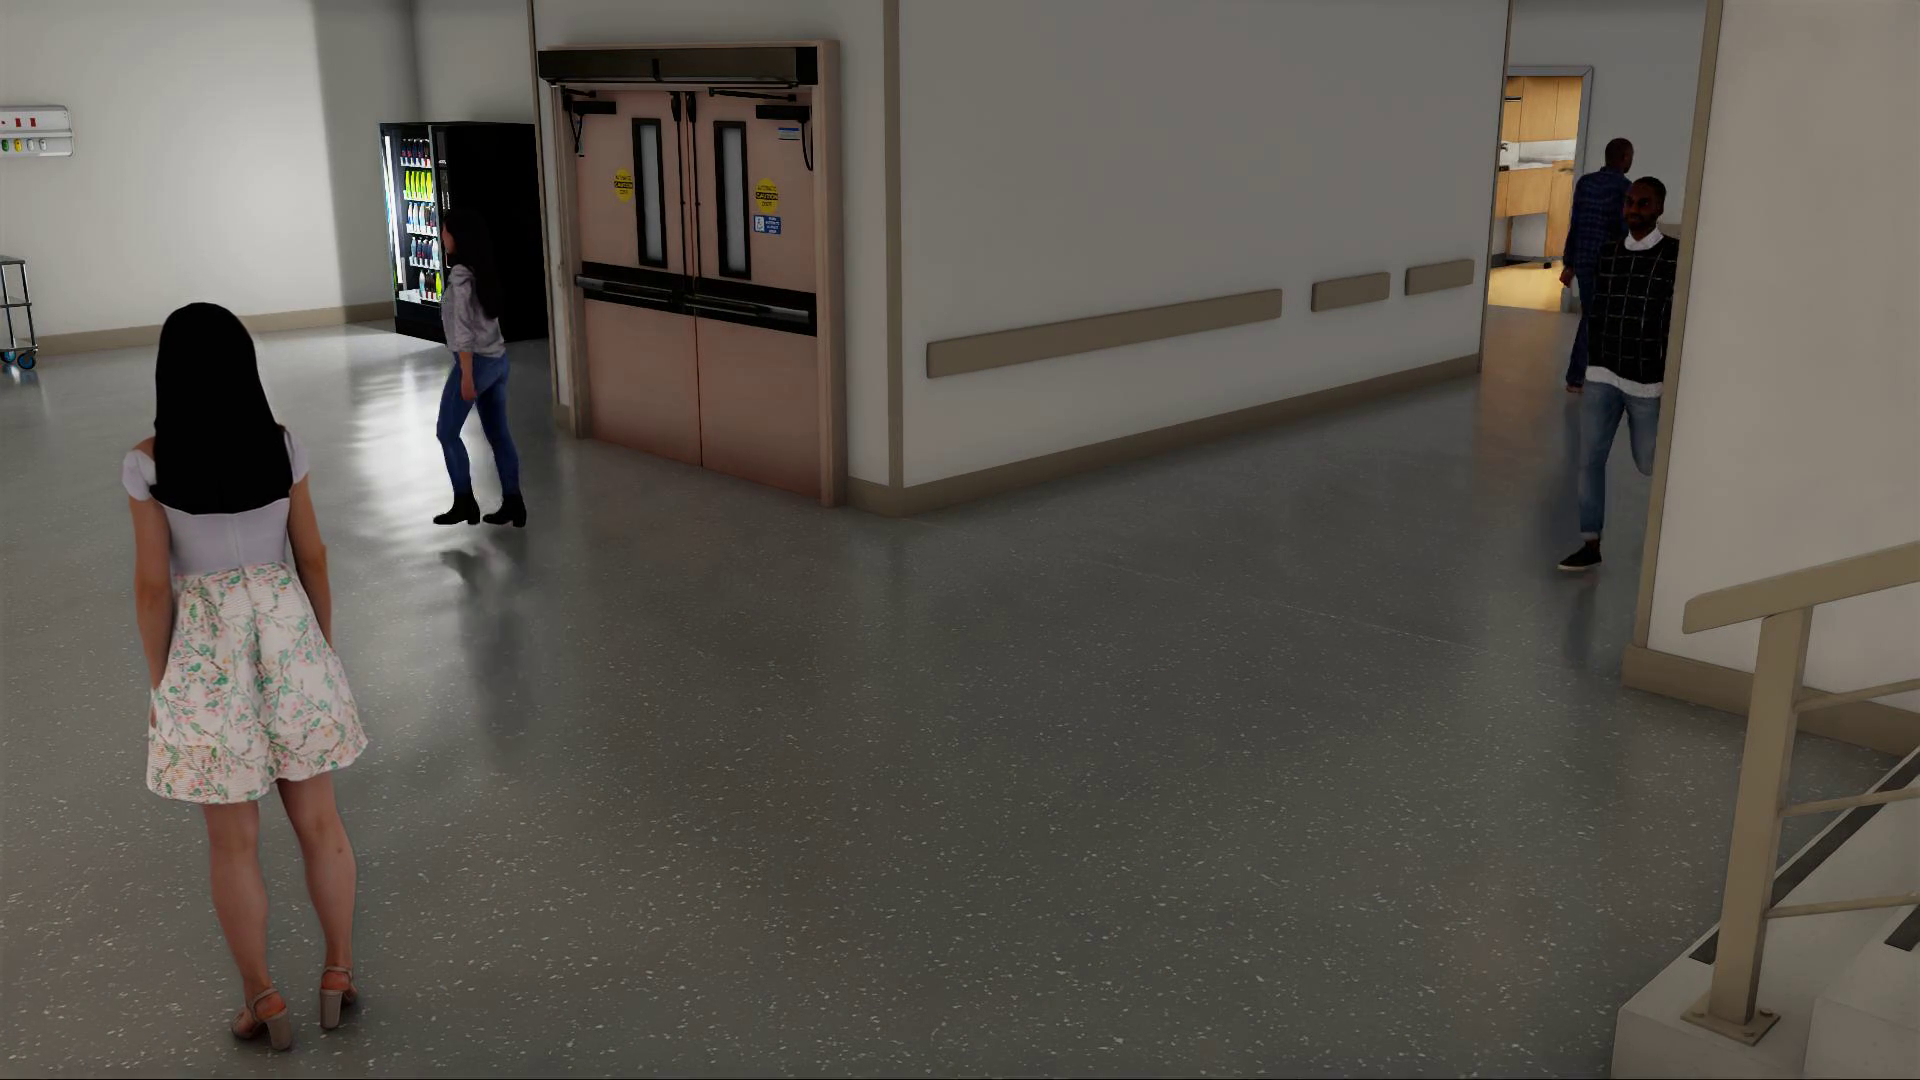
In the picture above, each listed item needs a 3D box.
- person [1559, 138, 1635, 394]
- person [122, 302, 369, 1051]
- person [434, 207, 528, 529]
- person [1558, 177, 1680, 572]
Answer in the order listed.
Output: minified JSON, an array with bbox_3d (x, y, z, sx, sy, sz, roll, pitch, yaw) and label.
[{"bbox_3d":[4.499,-1.939,11.875,0.820,1.811,0.670,-9,18,-30],"label":"person"},{"bbox_3d":[-1.662,0.334,3.878,0.691,1.774,0.688,-11,19,-34],"label":"person"},{"bbox_3d":[-2.325,-0.836,8.320,0.851,1.617,0.798,2,16,6],"label":"person"},{"bbox_3d":[3.158,-0.753,7.700,0.741,1.792,1.052,-14,21,-41],"label":"person"}]
